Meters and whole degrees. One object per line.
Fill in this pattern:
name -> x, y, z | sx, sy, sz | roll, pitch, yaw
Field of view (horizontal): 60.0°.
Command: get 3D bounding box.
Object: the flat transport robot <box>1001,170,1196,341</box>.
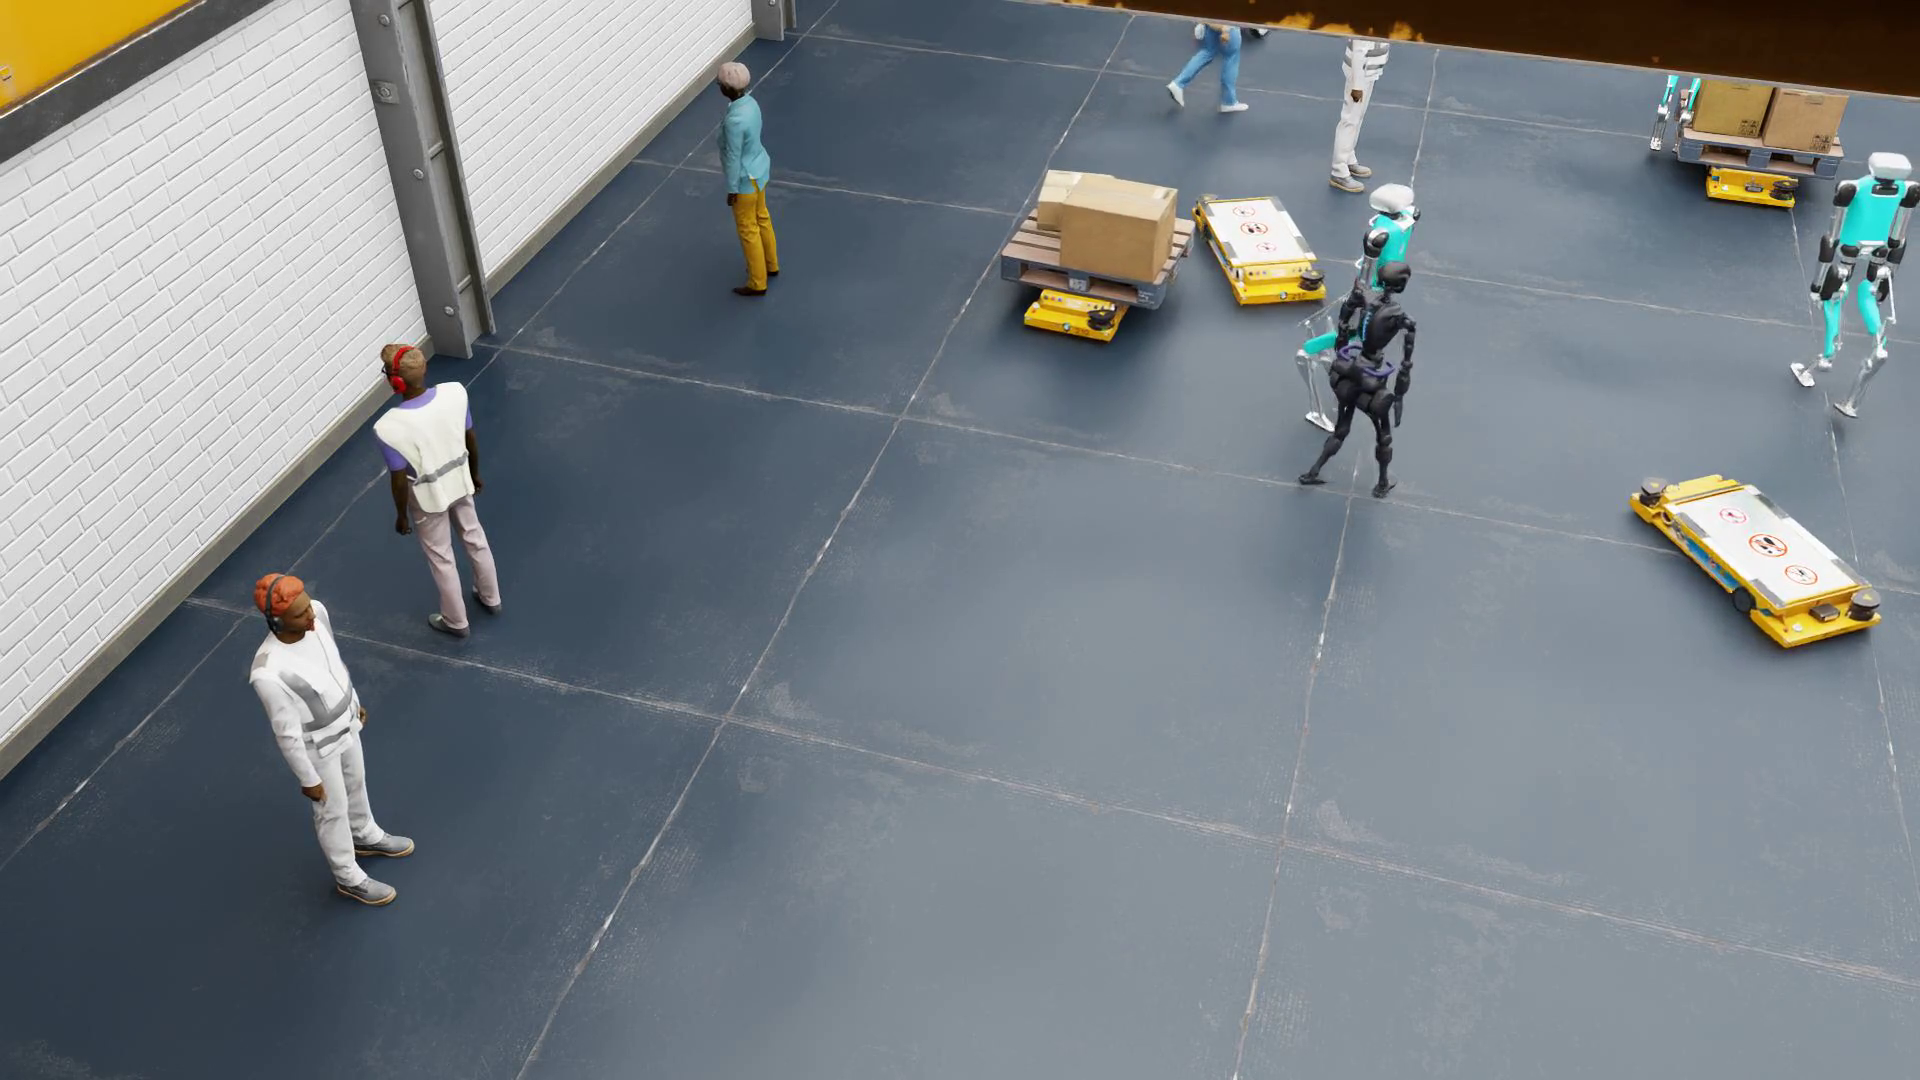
flat transport robot -> 1.023, -1.966, 12.449 | 0.659, 0.231, 1.431 | 14, 41, 17

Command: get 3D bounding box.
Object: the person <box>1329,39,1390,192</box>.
person -> 3.259, -3.758, 13.389 | 0.355, 1.886, 0.573 | 17, 42, 20

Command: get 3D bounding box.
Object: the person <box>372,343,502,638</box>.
person -> -2.830, -0.254, 9.061 | 0.378, 1.845, 0.568 | 26, 45, 28

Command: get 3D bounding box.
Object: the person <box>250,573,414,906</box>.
person -> -2.888, 0.900, 7.597 | 0.349, 1.882, 0.582 | 3, 39, 3

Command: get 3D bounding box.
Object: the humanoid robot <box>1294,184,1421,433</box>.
humanoid robot -> 2.474, -1.508, 10.709 | 0.696, 1.779, 0.530 | 28, 46, 30

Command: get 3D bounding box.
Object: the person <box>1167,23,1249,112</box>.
person -> 2.232, -4.560, 14.521 | 0.670, 1.693, 0.492 | -10, 40, -12

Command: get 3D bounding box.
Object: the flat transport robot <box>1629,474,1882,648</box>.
flat transport robot -> 4.722, 0.070, 9.918 | 0.659, 0.231, 1.431 | -12, 40, -15

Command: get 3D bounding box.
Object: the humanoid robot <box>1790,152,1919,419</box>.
humanoid robot -> 5.869, -1.535, 10.788 | 0.530, 1.764, 0.996 | 1, 39, 1

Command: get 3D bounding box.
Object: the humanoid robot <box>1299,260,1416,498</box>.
humanoid robot -> 2.468, -0.991, 10.139 | 0.494, 1.644, 0.603 | -26, 46, -29

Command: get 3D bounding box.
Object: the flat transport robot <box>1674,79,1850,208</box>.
flat transport robot -> 6.638, -3.228, 14.019 | 0.659, 0.231, 1.431 | 11, 40, 13

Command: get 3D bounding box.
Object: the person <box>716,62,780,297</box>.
person -> -1.566, -2.623, 12.090 | 0.343, 1.743, 0.532 | 8, 39, 10

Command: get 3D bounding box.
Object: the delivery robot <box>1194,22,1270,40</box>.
delivery robot -> 2.660, -5.157, 16.194 | 0.791, 0.598, 0.499 | -27, 46, -29

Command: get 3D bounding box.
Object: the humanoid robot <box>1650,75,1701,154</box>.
humanoid robot -> 5.996, -3.960, 13.652 | 0.533, 1.677, 0.735 | 20, 43, 23

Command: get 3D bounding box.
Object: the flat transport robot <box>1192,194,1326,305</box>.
flat transport robot -> 2.287, -2.267, 12.824 | 0.659, 0.231, 1.431 | -5, 39, -7
